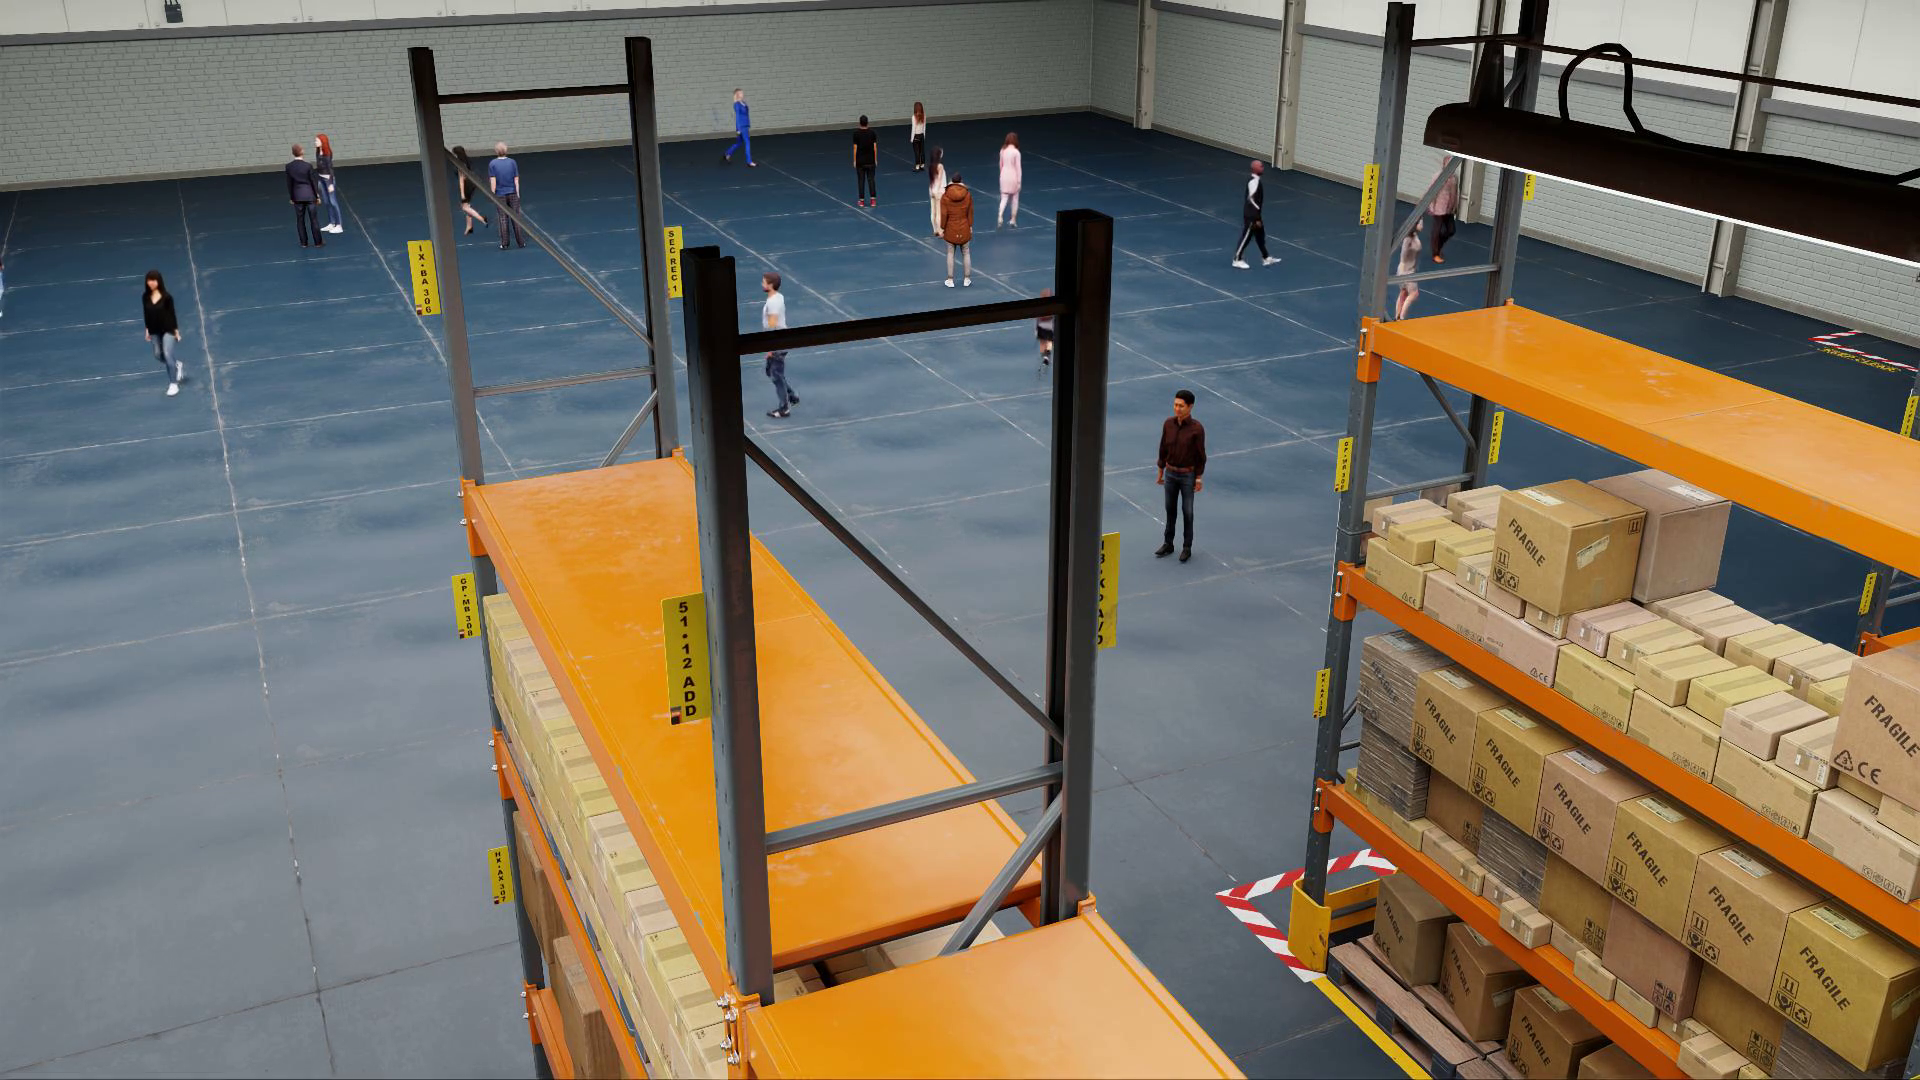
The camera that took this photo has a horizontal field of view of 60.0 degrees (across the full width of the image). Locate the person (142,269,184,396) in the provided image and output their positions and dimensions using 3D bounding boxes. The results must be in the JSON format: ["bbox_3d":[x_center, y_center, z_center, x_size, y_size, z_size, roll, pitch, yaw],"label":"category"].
[{"bbox_3d":[-10.428,-2.753,21.796,0.809,1.631,0.978,0,23,1],"label":"person"}]

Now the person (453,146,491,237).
[{"bbox_3d":[-8.880,-6.318,30.179,0.897,1.632,0.877,5,23,10],"label":"person"}]

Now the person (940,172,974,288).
[{"bbox_3d":[-0.041,-5.007,26.833,0.787,1.839,0.791,-4,23,-8],"label":"person"}]

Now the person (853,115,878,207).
[{"bbox_3d":[-1.861,-7.462,32.707,0.678,1.758,0.640,-4,23,-10],"label":"person"}]

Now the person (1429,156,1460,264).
[{"bbox_3d":[8.230,-5.677,28.461,0.761,1.796,0.809,-7,24,-16],"label":"person"}]

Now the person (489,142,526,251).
[{"bbox_3d":[-7.988,-6.076,29.304,0.661,1.872,0.541,-9,25,-21],"label":"person"}]

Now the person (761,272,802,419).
[{"bbox_3d":[-2.177,-2.430,20.751,0.800,1.854,0.731,-1,23,-3],"label":"person"}]

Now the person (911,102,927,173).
[{"bbox_3d":[-0.894,-8.758,36.104,0.598,1.485,0.585,-20,30,-39],"label":"person"}]

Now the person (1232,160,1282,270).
[{"bbox_3d":[4.821,-5.466,27.958,1.131,1.803,1.088,7,24,15],"label":"person"}]

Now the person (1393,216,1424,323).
[{"bbox_3d":[6.489,-3.918,24.407,0.775,1.732,0.736,12,26,26],"label":"person"}]

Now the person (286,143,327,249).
[{"bbox_3d":[-11.613,-6.103,29.439,0.760,1.816,0.722,-1,23,-2],"label":"person"}]

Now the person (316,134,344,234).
[{"bbox_3d":[-11.601,-6.542,30.510,0.603,1.786,0.714,20,30,38],"label":"person"}]

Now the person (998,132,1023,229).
[{"bbox_3d":[0.873,-6.559,30.560,1.024,1.777,1.069,9,25,21],"label":"person"}]

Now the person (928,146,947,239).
[{"bbox_3d":[-0.429,-6.300,30.112,0.651,1.652,0.596,0,23,1],"label":"person"}]

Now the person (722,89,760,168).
[{"bbox_3d":[-4.874,-9.034,36.511,1.030,1.675,1.106,3,23,6],"label":"person"}]

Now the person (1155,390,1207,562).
[{"bbox_3d":[2.221,-0.657,16.679,0.641,1.779,0.777,15,27,31],"label":"person"}]

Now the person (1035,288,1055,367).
[{"bbox_3d":[1.173,-2.902,22.833,0.645,1.093,0.735,3,23,7],"label":"person"}]
